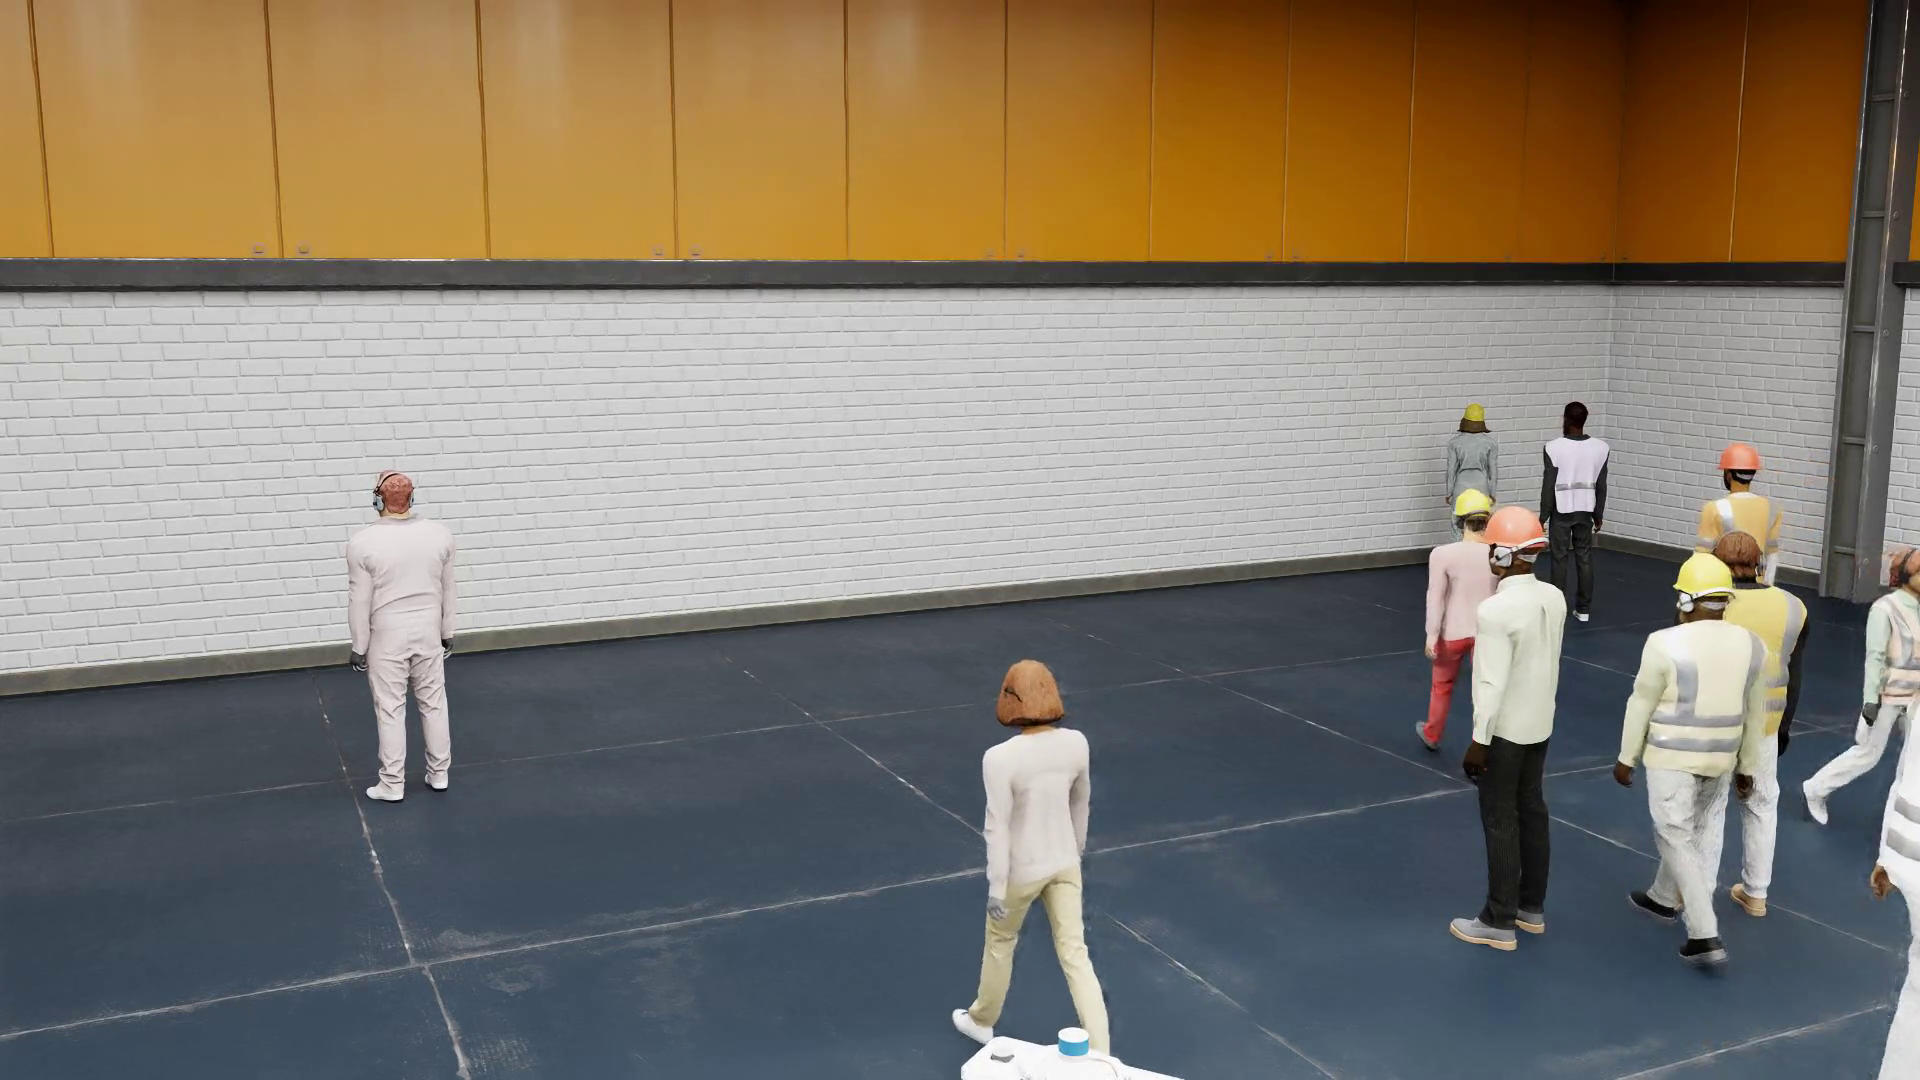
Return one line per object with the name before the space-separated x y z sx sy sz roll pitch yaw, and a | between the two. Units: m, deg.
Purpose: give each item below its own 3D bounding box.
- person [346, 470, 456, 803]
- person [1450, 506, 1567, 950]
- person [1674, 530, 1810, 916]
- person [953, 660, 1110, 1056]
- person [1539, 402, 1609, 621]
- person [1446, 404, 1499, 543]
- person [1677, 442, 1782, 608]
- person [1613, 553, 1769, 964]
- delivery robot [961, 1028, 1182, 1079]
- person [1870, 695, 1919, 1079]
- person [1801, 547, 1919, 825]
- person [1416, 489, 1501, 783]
person | -3.213 0.549 9.566 0.641 1.913 0.407 -9 13 -44
person | 2.473 0.838 7.510 0.622 1.992 0.395 -8 12 -41
person | 3.608 0.869 7.813 0.624 1.838 0.430 0 9 -3
person | 0.301 1.238 6.289 0.522 1.588 0.869 -6 11 -33
person | 5.310 -0.238 14.425 0.599 1.916 0.377 -1 9 -7
person | 5.042 -0.471 16.405 0.493 1.746 0.283 3 10 17
person | 5.039 0.321 10.917 0.560 1.935 0.391 -2 9 -12
person | 3.267 0.950 7.432 0.599 1.801 0.852 -2 9 -14
delivery robot | 0.371 1.843 5.442 0.707 0.478 0.477 5 10 28
person | 3.405 1.188 5.732 0.457 1.864 0.607 2 9 10
person | 4.919 0.818 8.834 0.526 1.614 0.767 -4 10 -25
person | 3.062 0.549 10.108 0.549 1.719 0.900 0 9 0
